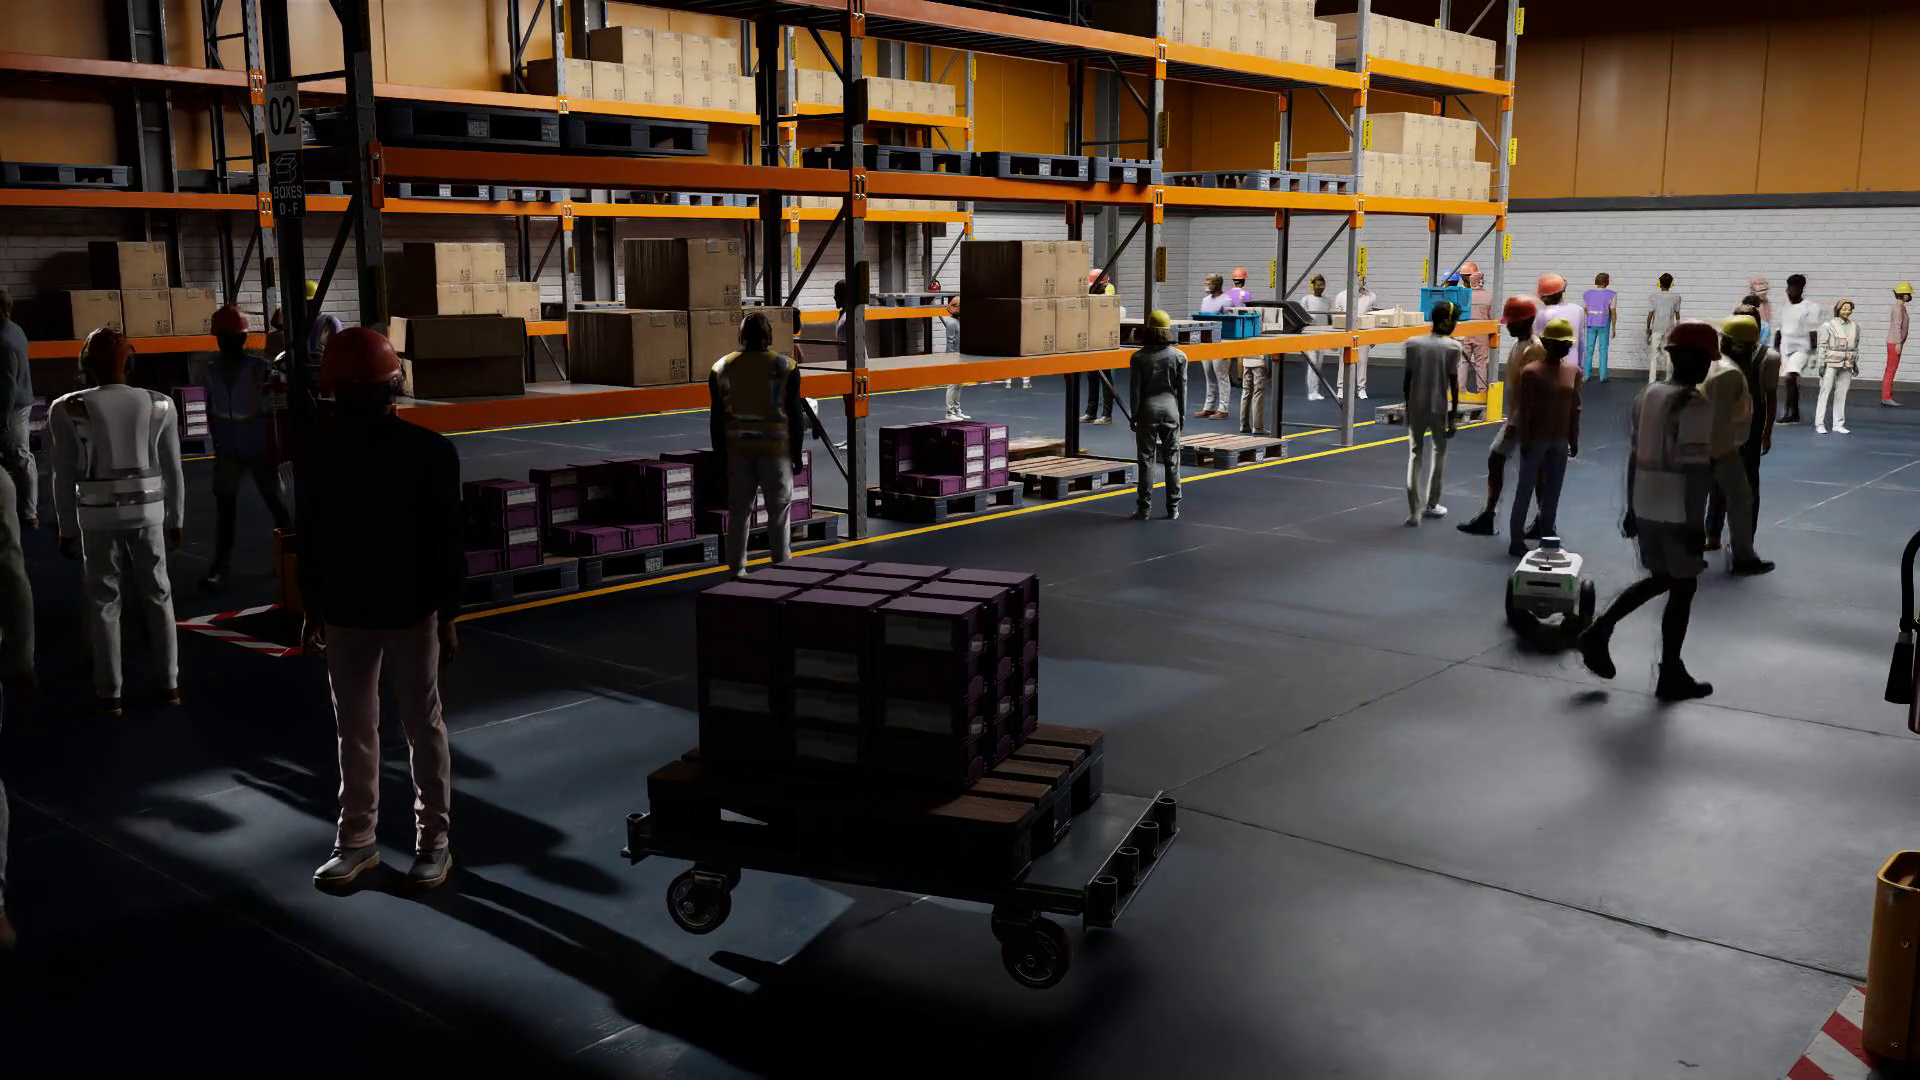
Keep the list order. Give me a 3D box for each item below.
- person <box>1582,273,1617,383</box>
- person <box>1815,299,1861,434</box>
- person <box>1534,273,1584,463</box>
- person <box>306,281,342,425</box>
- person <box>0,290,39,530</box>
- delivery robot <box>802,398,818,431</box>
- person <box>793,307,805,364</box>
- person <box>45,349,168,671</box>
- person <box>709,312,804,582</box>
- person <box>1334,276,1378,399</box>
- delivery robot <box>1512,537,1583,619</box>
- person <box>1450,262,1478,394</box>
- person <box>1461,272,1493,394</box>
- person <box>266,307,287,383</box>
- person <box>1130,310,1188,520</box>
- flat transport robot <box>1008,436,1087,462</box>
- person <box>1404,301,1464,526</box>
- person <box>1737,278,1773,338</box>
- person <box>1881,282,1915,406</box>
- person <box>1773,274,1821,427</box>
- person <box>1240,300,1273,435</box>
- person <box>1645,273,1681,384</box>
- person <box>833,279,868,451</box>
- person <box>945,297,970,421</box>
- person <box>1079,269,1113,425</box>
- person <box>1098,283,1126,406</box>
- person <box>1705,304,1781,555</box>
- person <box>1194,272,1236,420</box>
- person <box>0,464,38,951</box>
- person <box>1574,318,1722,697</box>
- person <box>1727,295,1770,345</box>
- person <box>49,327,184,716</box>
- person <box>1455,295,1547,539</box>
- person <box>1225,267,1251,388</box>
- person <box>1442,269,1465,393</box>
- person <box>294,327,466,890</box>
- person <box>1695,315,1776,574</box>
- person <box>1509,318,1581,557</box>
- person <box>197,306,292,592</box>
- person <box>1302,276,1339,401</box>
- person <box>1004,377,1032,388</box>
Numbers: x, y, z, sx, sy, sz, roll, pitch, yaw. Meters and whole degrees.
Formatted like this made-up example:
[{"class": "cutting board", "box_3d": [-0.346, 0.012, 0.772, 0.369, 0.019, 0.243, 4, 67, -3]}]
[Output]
[{"class": "person", "box_3d": [10.728, -3.566, 27.963, 0.567, 1.844, 0.377, 8, 13, 37]}, {"class": "person", "box_3d": [10.693, -2.108, 20.253, 0.524, 1.639, 0.308, -1, 10, -7]}, {"class": "person", "box_3d": [6.277, -1.776, 17.372, 0.695, 1.996, 0.447, -5, 11, -25]}, {"class": "person", "box_3d": [-6.626, -1.700, 17.141, 0.589, 1.919, 0.397, 3, 11, 19]}, {"class": "person", "box_3d": [-7.617, -1.039, 13.314, 0.372, 1.940, 0.630, -4, 11, -23]}, {"class": "delivery robot", "box_3d": [-1.902, -1.544, 19.861, 0.477, 0.478, 0.707, 0, 10, 2]}, {"class": "person", "box_3d": [-1.642, -1.403, 16.074, 0.318, 1.698, 0.534, -3, 11, -19]}, {"class": "person", "box_3d": [-4.668, -0.205, 9.112, 0.605, 1.764, 1.007, -4, 11, -19]}, {"class": "person", "box_3d": [-1.333, -0.580, 11.006, 0.627, 1.837, 0.428, 2, 10, 10]}, {"class": "person", "box_3d": [5.918, -3.060, 24.903, 0.643, 1.913, 0.410, 1, 10, 7]}, {"class": "delivery robot", "box_3d": [3.465, 0.225, 9.789, 0.477, 0.478, 0.707, 4, 11, 24]}, {"class": "person", "box_3d": [7.590, -3.135, 24.953, 0.605, 2.044, 0.375, -8, 13, -40]}, {"class": "person", "box_3d": [7.618, -3.010, 24.639, 0.644, 1.903, 0.400, 5, 11, 28]}, {"class": "person", "box_3d": [-7.258, -1.690, 17.916, 0.493, 1.626, 0.285, 6, 12, 30]}, {"class": "person", "box_3d": [1.643, -1.034, 13.844, 0.487, 1.744, 0.294, -1, 10, -5]}, {"class": "flat transport robot", "box_3d": [0.642, -0.913, 17.338, 0.652, 0.197, 1.431, 8, 13, 40]}, {"class": "person", "box_3d": [3.893, -1.044, 13.679, 0.486, 1.826, 0.768, 5, 11, 26]}, {"class": "person", "box_3d": [10.633, -2.611, 22.500, 0.711, 1.864, 0.639, -7, 12, -35]}, {"class": "person", "box_3d": [13.461, -2.807, 23.868, 0.315, 1.769, 0.524, 5, 11, 27]}, {"class": "person", "box_3d": [10.491, -2.381, 21.003, 0.874, 1.916, 0.677, -4, 11, -20]}, {"class": "person", "box_3d": [3.606, -2.094, 20.193, 0.311, 1.634, 0.519, -6, 12, -30]}, {"class": "person", "box_3d": [11.001, -3.240, 26.038, 0.508, 1.872, 0.328, 3, 10, 15]}, {"class": "person", "box_3d": [-1.223, -1.951, 18.607, 0.391, 1.911, 0.582, -2, 10, -10]}, {"class": "person", "box_3d": [-0.044, -2.368, 21.781, 0.290, 1.623, 0.507, 3, 10, 17]}, {"class": "person", "box_3d": [1.767, -2.468, 21.307, 0.390, 1.990, 0.610, -7, 12, -36]}, {"class": "person", "box_3d": [2.137, -2.800, 23.865, 0.538, 1.745, 0.584, 0, 10, -1]}, {"class": "person", "box_3d": [5.731, -0.810, 12.273, 0.339, 1.845, 0.514, -9, 14, -43]}, {"class": "person", "box_3d": [3.371, -2.548, 21.913, 0.371, 1.936, 0.629, -5, 11, -27]}, {"class": "person", "box_3d": [-3.274, 0.398, 5.218, 0.677, 1.918, 0.418, -3, 10, -16]}, {"class": "person", "box_3d": [3.510, -0.154, 8.356, 0.613, 1.908, 0.582, -1, 10, -7]}, {"class": "person", "box_3d": [9.866, -2.246, 20.953, 0.557, 1.665, 0.411, 4, 11, 23]}, {"class": "person", "box_3d": [-4.070, -0.087, 8.078, 0.578, 1.878, 0.346, -9, 13, -40]}, {"class": "person", "box_3d": [4.254, -0.932, 12.840, 0.818, 1.892, 0.545, -1, 10, -7]}, {"class": "person", "box_3d": [4.492, -3.415, 26.836, 0.353, 1.941, 0.551, -9, 13, -41]}, {"class": "person", "box_3d": [7.101, -2.940, 24.109, 0.614, 1.947, 0.388, -6, 12, -32]}, {"class": "person", "box_3d": [-2.043, 0.251, 5.839, 0.610, 1.985, 0.393, 1, 10, 7]}, {"class": "person", "box_3d": [5.375, -0.661, 11.570, 0.803, 1.794, 0.600, 1, 10, 8]}, {"class": "person", "box_3d": [4.295, -0.736, 12.116, 0.523, 1.759, 0.351, -4, 11, -21]}, {"class": "person", "box_3d": [-4.768, -0.619, 11.115, 0.568, 1.880, 1.031, 1, 10, 4]}, {"class": "person", "box_3d": [5.337, -2.982, 24.681, 0.512, 1.843, 0.710, -3, 10, -18]}, {"class": "person", "box_3d": [0.920, -3.434, 26.789, 0.620, 1.994, 0.381, 1, 10, 5]}]
